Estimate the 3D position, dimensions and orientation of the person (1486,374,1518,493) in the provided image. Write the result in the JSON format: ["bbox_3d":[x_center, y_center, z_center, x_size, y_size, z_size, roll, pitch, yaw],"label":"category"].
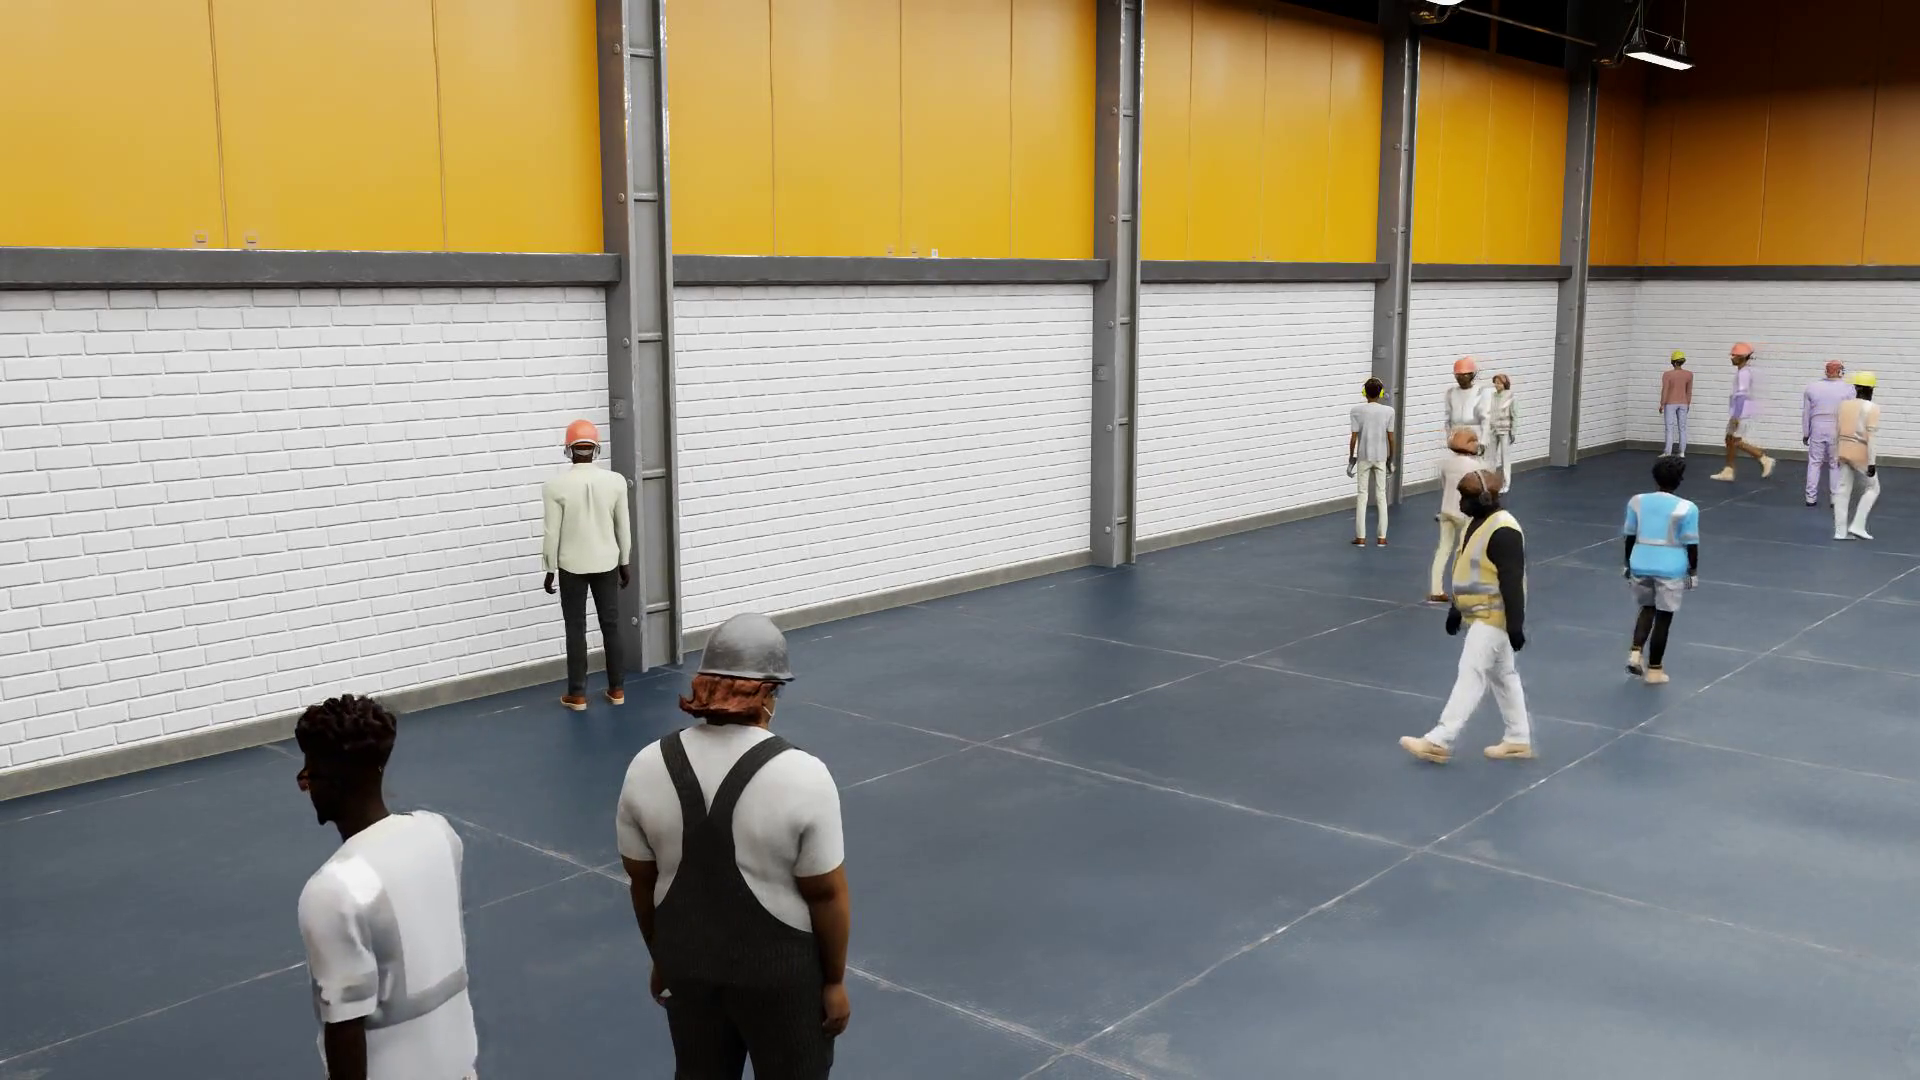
[{"bbox_3d":[7.385,-1.458,22.770,0.310,1.639,0.521,-7,12,-39],"label":"person"}]

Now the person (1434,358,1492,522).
[{"bbox_3d":[6.176,-1.227,20.258,0.626,1.995,1.065,7,12,38],"label":"person"}]

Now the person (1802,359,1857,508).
[{"bbox_3d":[11.156,-1.362,21.330,0.402,1.906,0.651,-9,13,-44],"label":"person"}]

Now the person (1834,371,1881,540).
[{"bbox_3d":[10.080,-0.934,18.619,0.534,1.908,0.622,-3,9,-18],"label":"person"}]

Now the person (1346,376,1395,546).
[{"bbox_3d":[4.516,-0.858,18.276,0.518,1.874,0.326,1,9,5],"label":"person"}]

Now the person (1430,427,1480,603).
[{"bbox_3d":[4.610,-0.218,15.102,0.766,1.600,0.523,-4,10,-23],"label":"person"}]

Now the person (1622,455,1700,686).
[{"bbox_3d":[5.084,0.223,12.052,0.373,1.681,0.554,-7,12,-39],"label":"person"}]

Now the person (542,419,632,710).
[{"bbox_3d":[-2.573,0.166,11.457,0.623,1.992,0.397,-5,10,-30],"label":"person"}]

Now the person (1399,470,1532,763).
[{"bbox_3d":[3.130,0.471,10.161,0.832,1.801,0.648,1,9,3],"label":"person"}]

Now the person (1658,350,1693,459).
[{"bbox_3d":[11.597,-2.191,26.964,0.525,1.772,0.309,-1,9,-8],"label":"person"}]

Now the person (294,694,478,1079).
[{"bbox_3d":[-1.565,1.342,4.277,0.897,1.925,0.596,3,10,19],"label":"person"}]

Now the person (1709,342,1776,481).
[{"bbox_3d":[11.295,-1.826,23.890,0.772,2.022,0.610,4,10,22],"label":"person"}]
